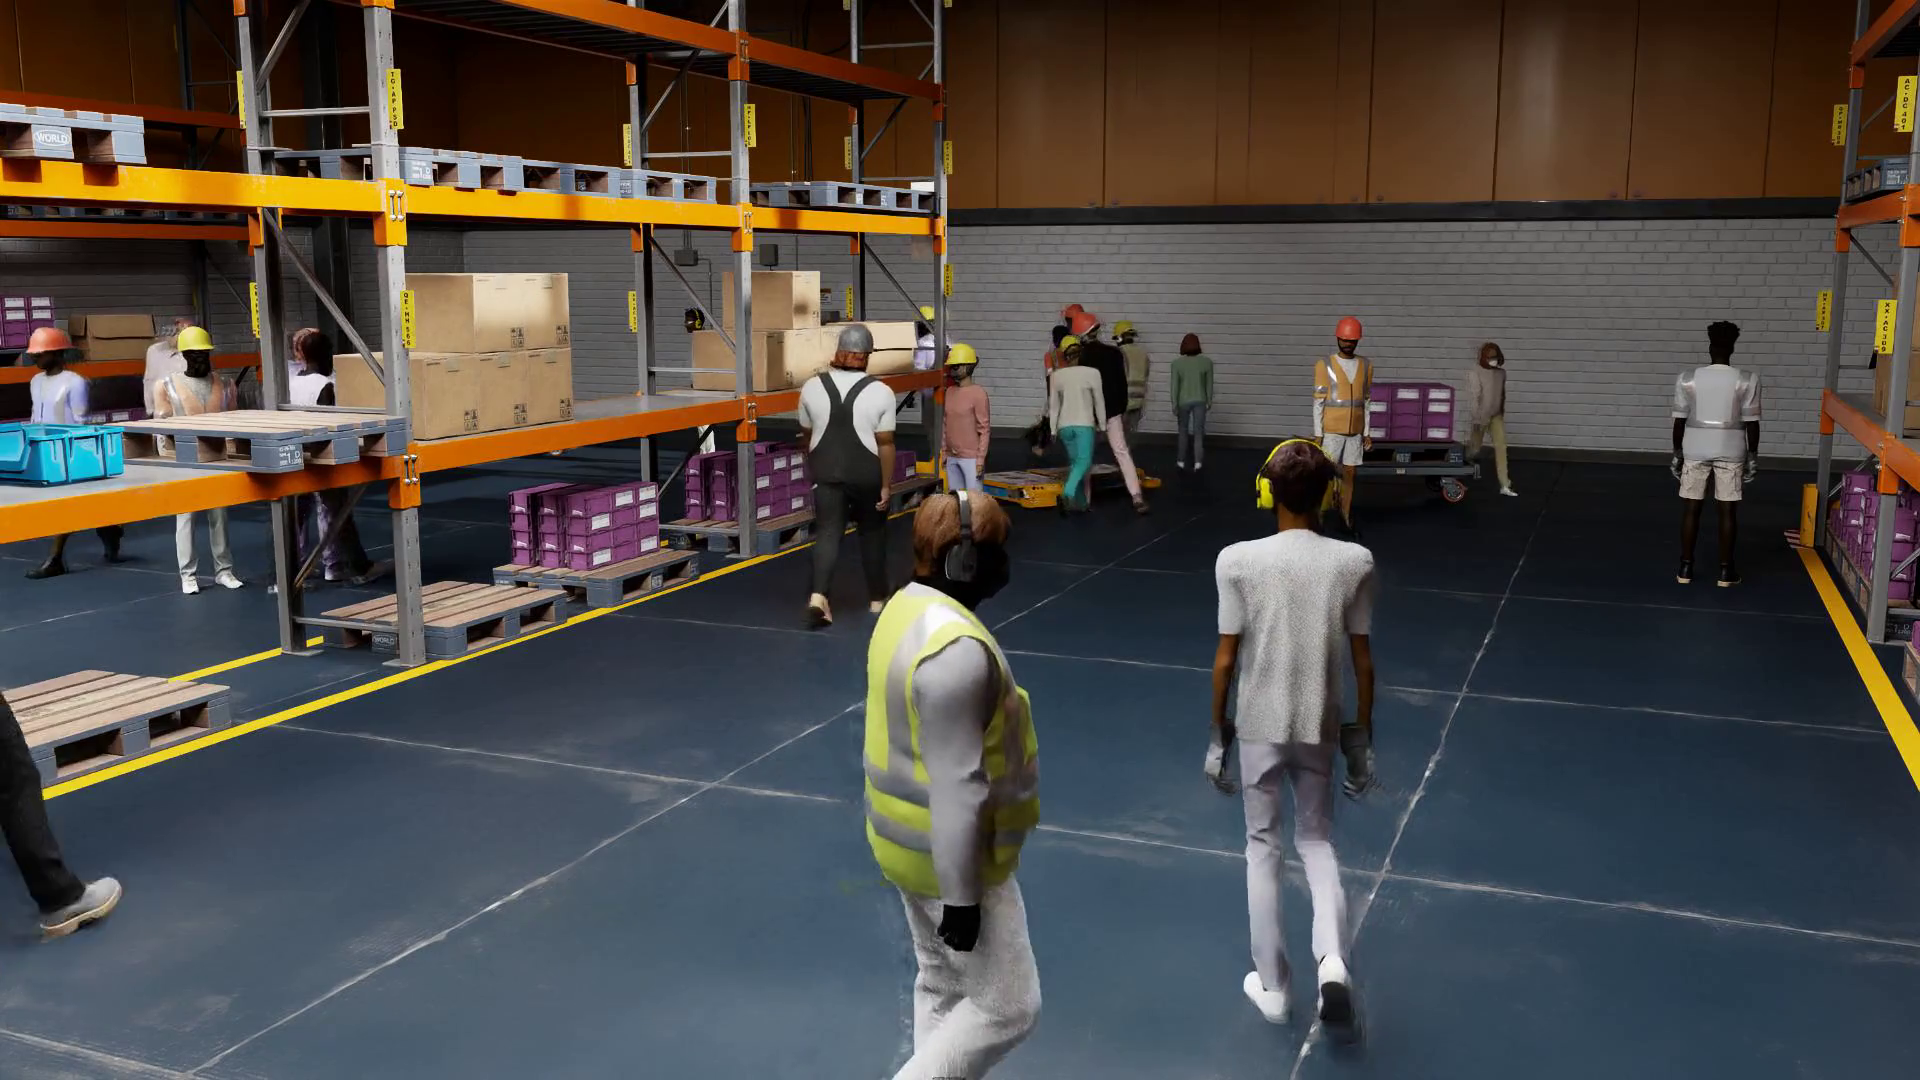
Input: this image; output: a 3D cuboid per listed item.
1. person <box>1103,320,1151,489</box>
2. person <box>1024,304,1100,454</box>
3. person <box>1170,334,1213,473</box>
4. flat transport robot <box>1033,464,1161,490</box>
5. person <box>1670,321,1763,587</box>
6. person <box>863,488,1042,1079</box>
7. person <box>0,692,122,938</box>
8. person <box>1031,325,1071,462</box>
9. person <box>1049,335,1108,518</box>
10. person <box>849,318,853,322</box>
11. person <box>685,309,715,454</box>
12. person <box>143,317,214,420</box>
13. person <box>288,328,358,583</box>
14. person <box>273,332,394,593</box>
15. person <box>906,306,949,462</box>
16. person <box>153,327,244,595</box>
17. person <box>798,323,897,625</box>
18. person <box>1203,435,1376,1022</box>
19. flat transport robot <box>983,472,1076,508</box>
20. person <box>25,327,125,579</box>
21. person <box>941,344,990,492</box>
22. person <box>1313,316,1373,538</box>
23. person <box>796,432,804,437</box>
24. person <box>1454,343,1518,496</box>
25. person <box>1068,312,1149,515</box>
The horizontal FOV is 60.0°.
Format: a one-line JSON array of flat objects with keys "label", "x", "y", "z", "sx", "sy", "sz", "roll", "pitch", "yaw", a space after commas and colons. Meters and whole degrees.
[{"label": "person", "x": 1.742, "y": -1.438, "z": 17.736, "sx": 0.646, "sy": 1.786, "sz": 0.486, "roll": -7, "pitch": 12, "yaw": -36}, {"label": "person", "x": 1.289, "y": -2.028, "z": 20.982, "sx": 0.897, "sy": 1.904, "sz": 0.569, "roll": 3, "pitch": 10, "yaw": 15}, {"label": "person", "x": 2.676, "y": -1.580, "z": 19.196, "sx": 0.500, "sy": 1.594, "sz": 0.863, "roll": 1, "pitch": 9, "yaw": 4}, {"label": "flat transport robot", "x": 1.353, "y": -0.648, "z": 17.520, "sx": 1.431, "sy": 0.197, "sz": 0.652, "roll": -6, "pitch": 11, "yaw": -31}, {"label": "person", "x": 5.593, "y": -0.637, "z": 12.322, "sx": 0.612, "sy": 1.965, "sz": 0.361, "roll": 6, "pitch": 11, "yaw": 31}, {"label": "person", "x": -0.026, "y": 0.780, "z": 4.132, "sx": 0.444, "sy": 1.831, "sz": 0.635, "roll": -2, "pitch": 10, "yaw": -12}, {"label": "person", "x": -3.359, "y": 0.465, "z": 5.670, "sx": 0.648, "sy": 1.950, "sz": 0.943, "roll": 4, "pitch": 10, "yaw": 21}, {"label": "person", "x": 1.217, "y": -1.777, "z": 20.190, "sx": 0.533, "sy": 1.637, "sz": 0.890, "roll": -5, "pitch": 11, "yaw": -29}, {"label": "person", "x": 1.060, "y": -1.063, "z": 15.602, "sx": 0.545, "sy": 1.724, "sz": 0.785, "roll": 5, "pitch": 11, "yaw": 28}, {"label": "person", "x": -1.254, "y": -1.528, "z": 18.186, "sx": 0.625, "sy": 1.811, "sz": 0.474, "roll": 8, "pitch": 13, "yaw": 42}, {"label": "person", "x": -3.068, "y": -1.781, "z": 19.588, "sx": 0.316, "sy": 1.861, "sz": 0.514, "roll": -4, "pitch": 10, "yaw": -23}, {"label": "person", "x": -7.618, "y": -1.231, "z": 16.246, "sx": 0.694, "sy": 1.876, "sz": 0.436, "roll": 1, "pitch": 9, "yaw": 7}, {"label": "person", "x": -4.832, "y": -0.631, "z": 12.471, "sx": 0.654, "sy": 1.906, "sz": 0.408, "roll": 3, "pitch": 10, "yaw": 17}, {"label": "person", "x": -4.658, "y": -0.568, "z": 12.162, "sx": 0.625, "sy": 1.878, "sz": 0.961, "roll": 7, "pitch": 12, "yaw": 36}, {"label": "person", "x": -0.349, "y": -1.711, "z": 19.022, "sx": 0.455, "sy": 1.904, "sz": 0.623, "roll": 5, "pitch": 11, "yaw": 27}, {"label": "person", "x": -5.509, "y": -0.579, "z": 12.087, "sx": 0.361, "sy": 1.930, "sz": 0.588, "roll": 9, "pitch": 13, "yaw": 44}, {"label": "person", "x": -0.747, "y": -0.465, "z": 11.063, "sx": 0.684, "sy": 2.000, "sz": 0.943, "roll": 2, "pitch": 10, "yaw": 12}, {"label": "person", "x": 1.015, "y": 0.612, "z": 5.113, "sx": 0.509, "sy": 1.856, "sz": 0.497, "roll": -1, "pitch": 9, "yaw": -6}, {"label": "flat transport robot", "x": 0.612, "y": -0.523, "z": 16.761, "sx": 0.652, "sy": 0.197, "sz": 1.431, "roll": -6, "pitch": 11, "yaw": -31}, {"label": "person", "x": -6.881, "y": -0.690, "z": 12.831, "sx": 0.555, "sy": 1.911, "sz": 0.848, "roll": 4, "pitch": 10, "yaw": 25}, {"label": "person", "x": 0.021, "y": -0.645, "z": 12.982, "sx": 0.310, "sy": 1.768, "sz": 0.533, "roll": -7, "pitch": 12, "yaw": -37}, {"label": "person", "x": 3.325, "y": -0.963, "z": 14.396, "sx": 0.548, "sy": 1.934, "sz": 0.374, "roll": -2, "pitch": 10, "yaw": -14}, {"label": "person", "x": -2.103, "y": -2.289, "z": 23.012, "sx": 0.307, "sy": 1.743, "sz": 0.494, "roll": 7, "pitch": 12, "yaw": 36}, {"label": "person", "x": 5.455, "y": -1.273, "z": 17.335, "sx": 0.522, "sy": 1.588, "sz": 0.807, "roll": -4, "pitch": 10, "yaw": -25}, {"label": "person", "x": 1.393, "y": -1.193, "z": 15.824, "sx": 0.656, "sy": 1.938, "sz": 0.905, "roll": -4, "pitch": 10, "yaw": -24}]
